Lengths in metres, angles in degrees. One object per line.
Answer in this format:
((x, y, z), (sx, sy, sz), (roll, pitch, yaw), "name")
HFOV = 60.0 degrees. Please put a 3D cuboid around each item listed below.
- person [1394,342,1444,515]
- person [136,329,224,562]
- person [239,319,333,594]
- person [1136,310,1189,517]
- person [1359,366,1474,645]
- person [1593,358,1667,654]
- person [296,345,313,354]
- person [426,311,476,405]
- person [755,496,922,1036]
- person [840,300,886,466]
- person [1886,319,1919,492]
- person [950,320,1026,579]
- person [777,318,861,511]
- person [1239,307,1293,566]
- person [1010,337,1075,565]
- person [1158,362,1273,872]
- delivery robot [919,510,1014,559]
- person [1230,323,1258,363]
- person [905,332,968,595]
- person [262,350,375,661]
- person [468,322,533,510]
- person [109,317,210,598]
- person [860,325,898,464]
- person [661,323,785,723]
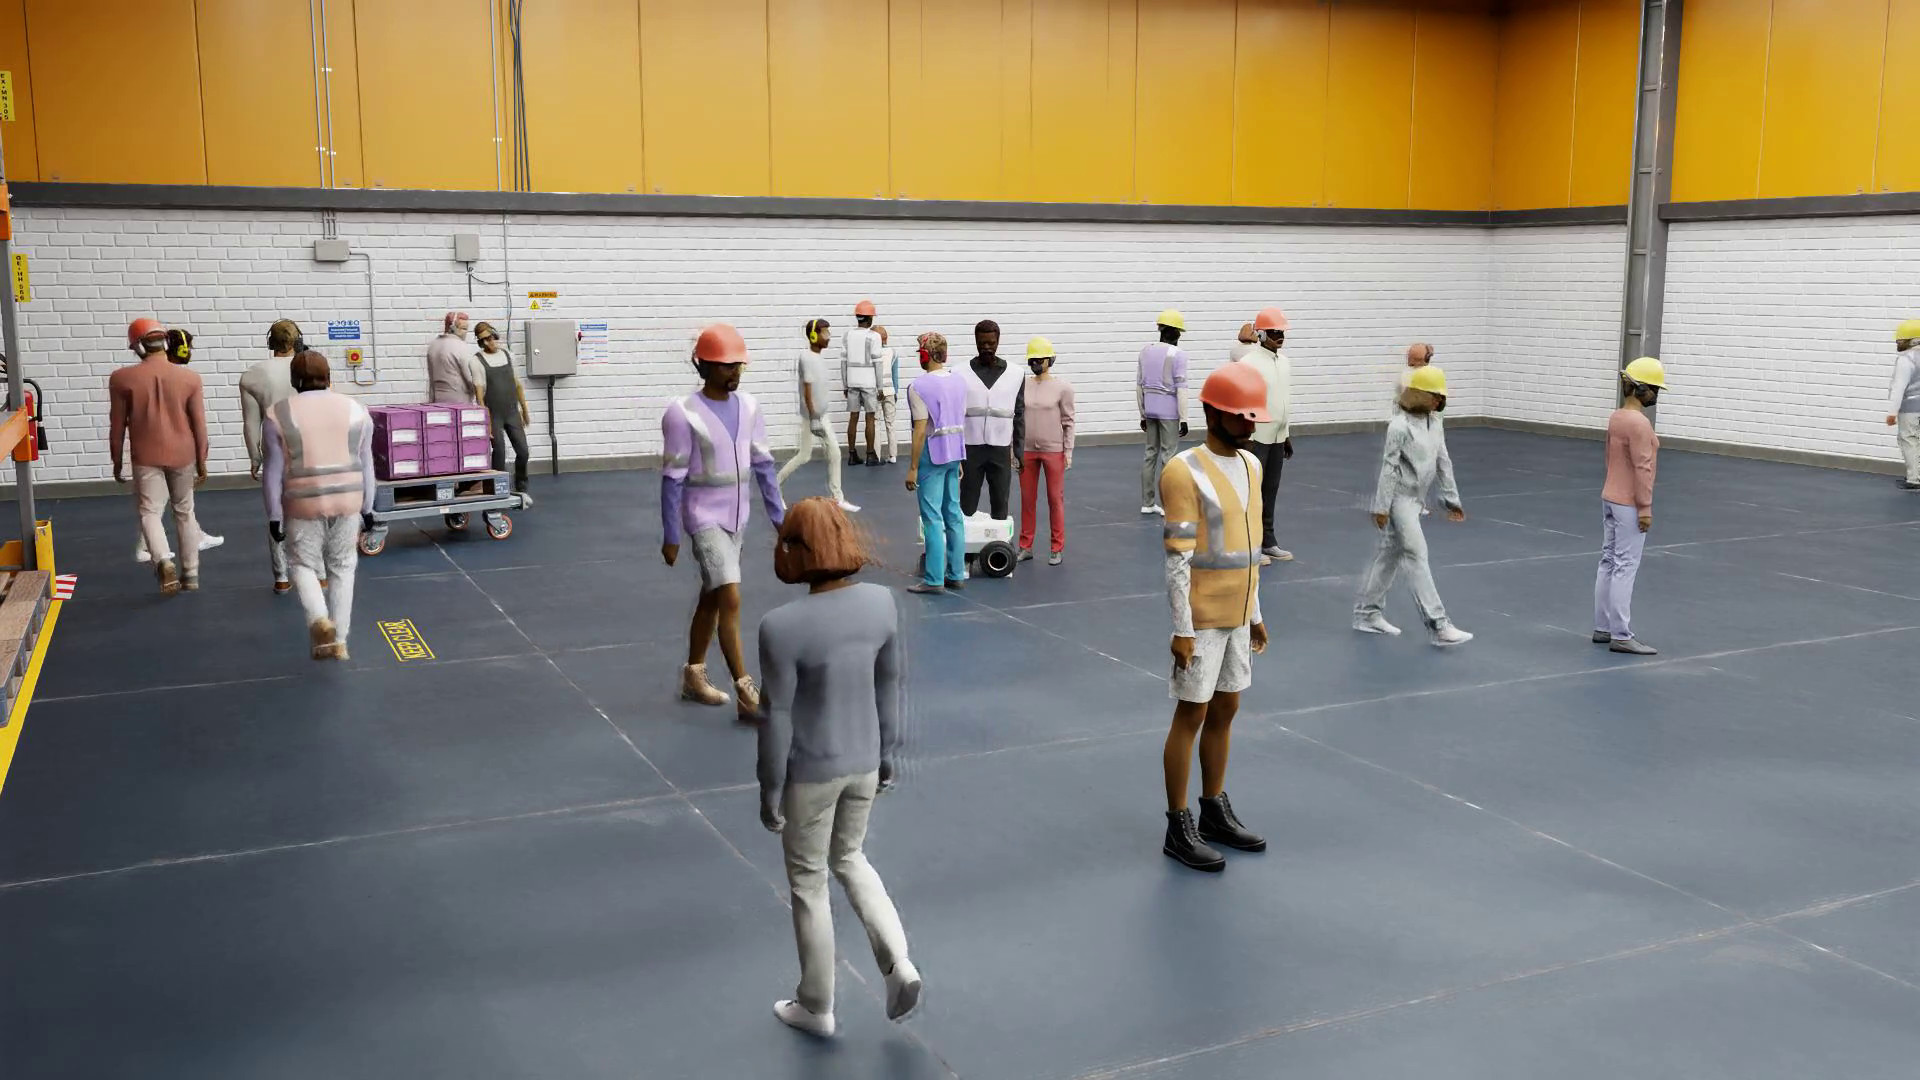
((4.162, -1.002, 15.272), (0.569, 1.620, 0.529), (-6, 11, -33), "person")
((-6.240, -0.764, 13.233), (0.538, 1.808, 0.863), (6, 11, 33), "person")
((-4.698, -0.581, 11.709), (0.628, 1.940, 0.373), (-2, 9, -14), "person")
((1.902, -1.171, 15.436), (0.391, 1.915, 0.591), (-7, 12, -38), "person")
((2.818, -0.208, 10.120), (0.894, 1.687, 0.508), (8, 12, 42), "person")
((4.014, -0.206, 9.941), (0.323, 1.761, 0.523), (0, 9, 1), "person")
((-5.641, -0.912, 14.611), (0.782, 1.661, 0.537), (-8, 12, -42), "person")
((-4.924, -1.322, 16.502), (0.678, 1.875, 0.526), (8, 12, 42), "person")
((-0.366, 0.679, 4.842), (0.515, 1.621, 0.433), (-9, 13, -43), "person")
((-1.119, -1.829, 19.452), (0.551, 1.934, 0.373), (5, 10, 29), "person")
((9.769, -1.373, 17.114), (0.654, 1.778, 0.416), (-8, 12, -42), "person")
((0.190, -0.670, 12.325), (0.596, 1.915, 0.373), (-1, 9, -6), "person")
((-1.423, -1.177, 15.719), (0.895, 1.839, 0.516), (4, 10, 21), "person")
((2.384, -0.808, 12.938), (0.380, 1.995, 0.611), (9, 13, 43), "person")
((0.624, -0.683, 12.874), (0.535, 1.767, 0.317), (4, 10, 24), "person")
((1.003, 0.284, 6.373), (0.372, 1.928, 0.543), (9, 13, 43), "person")
((0.045, -0.063, 12.478), (0.707, 0.478, 0.477), (0, 9, -1), "delivery robot")
((3.553, -1.856, 20.548), (0.500, 1.636, 0.285), (8, 12, 42), "person")
((-0.150, -0.533, 11.691), (0.374, 1.844, 0.567), (7, 12, 38), "person")
((-3.661, -0.177, 9.569), (0.635, 1.826, 0.554), (-7, 11, -36), "person")
((-4.344, -1.160, 15.733), (0.406, 1.801, 0.624), (9, 13, 44), "person")
((-5.546, -0.566, 11.584), (0.636, 1.957, 0.763), (-7, 11, -36), "person")
((-0.943, -1.693, 19.528), (0.518, 1.639, 0.312), (-7, 11, -35), "person")
((-1.135, -0.081, 8.425), (0.978, 1.999, 0.621), (6, 11, 34), "person")
